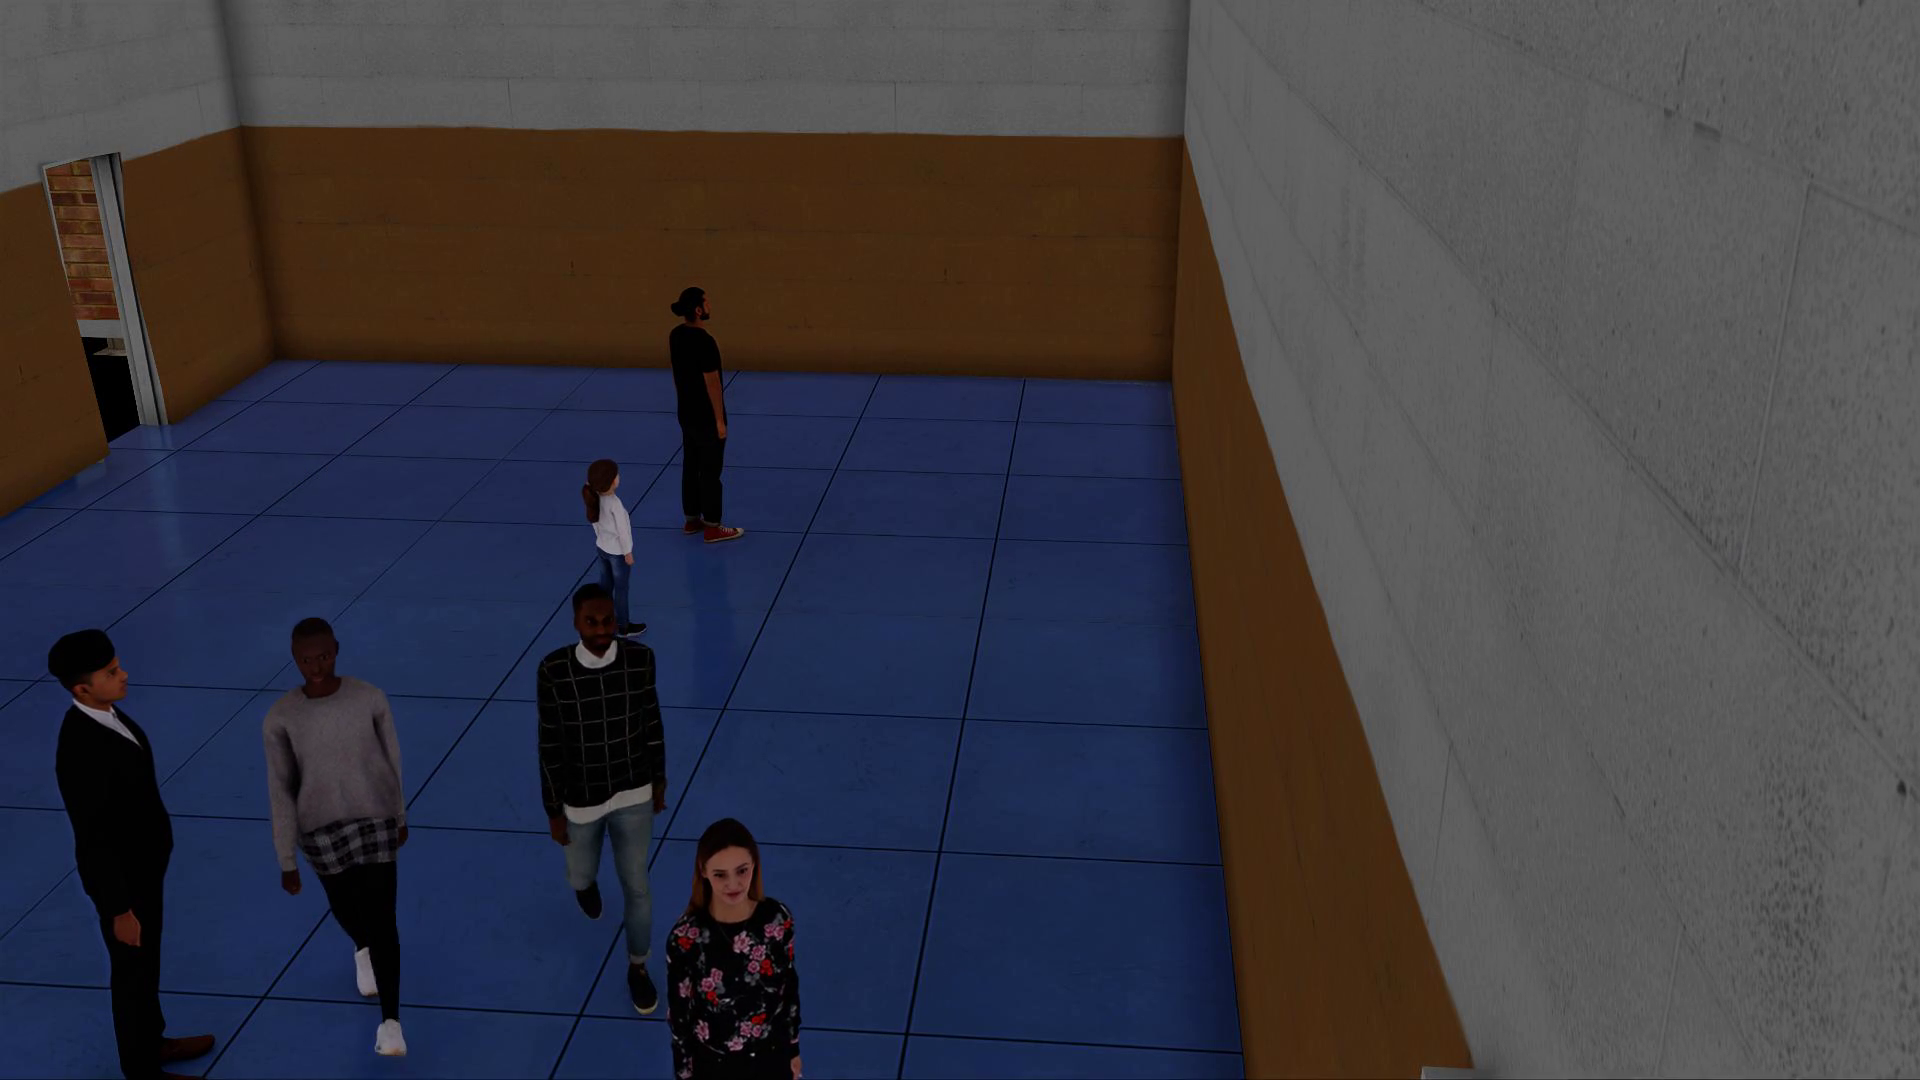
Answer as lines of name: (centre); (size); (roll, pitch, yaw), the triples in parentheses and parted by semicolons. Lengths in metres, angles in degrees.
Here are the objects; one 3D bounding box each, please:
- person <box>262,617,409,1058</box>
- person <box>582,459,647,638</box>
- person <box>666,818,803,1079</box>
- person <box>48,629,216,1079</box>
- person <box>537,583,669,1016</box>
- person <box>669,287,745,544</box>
person: (-2.409, 1.093, 6.502); (1.178, 1.730, 1.051); (-8, 23, -20)
person: (-2.085, 0.032, 9.972); (0.530, 1.110, 0.595); (20, 29, 40)
person: (-0.704, 1.623, 5.245); (0.591, 1.683, 0.705); (-9, 23, -21)
person: (-3.062, 1.188, 6.061); (0.724, 1.881, 0.775); (-8, 23, -19)
person: (-1.449, 0.975, 6.706); (1.109, 1.797, 1.000); (-8, 23, -20)
person: (-1.765, -0.851, 11.301); (0.786, 1.759, 0.716); (-19, 29, -40)
